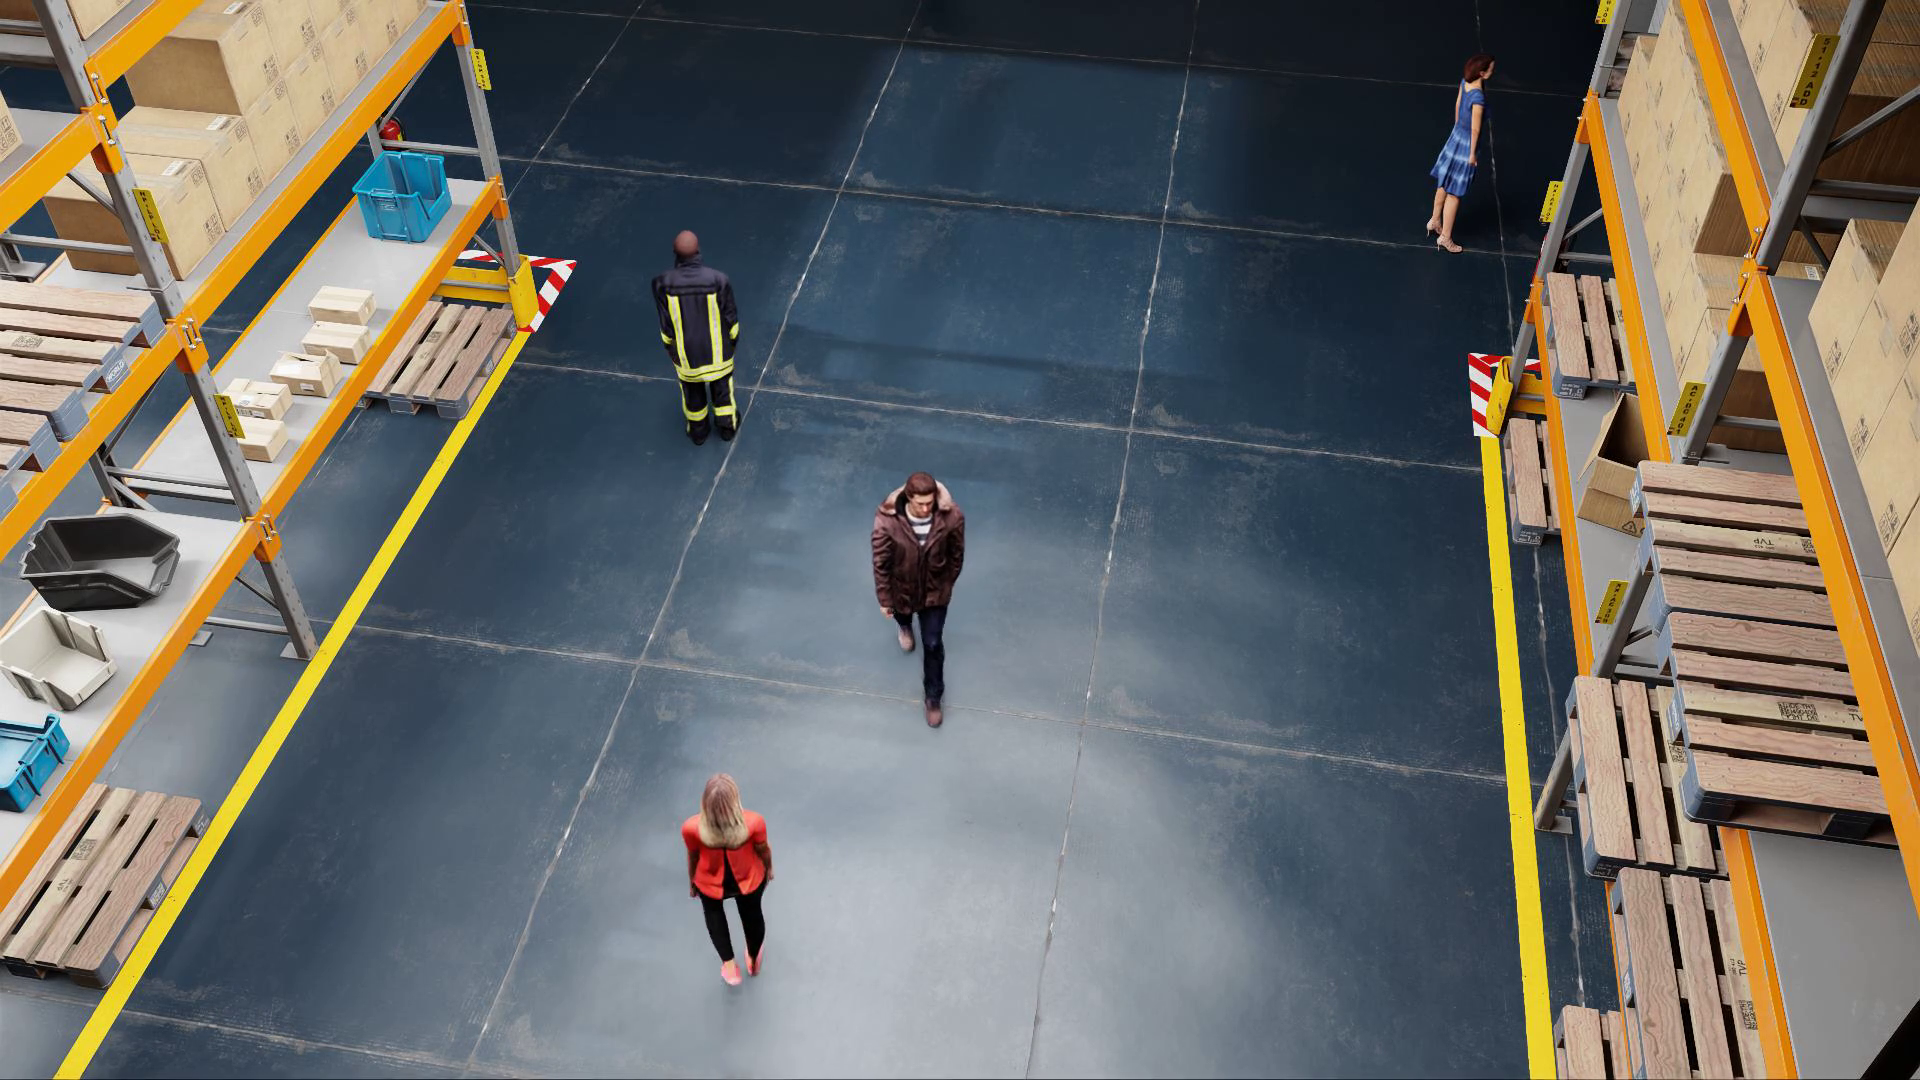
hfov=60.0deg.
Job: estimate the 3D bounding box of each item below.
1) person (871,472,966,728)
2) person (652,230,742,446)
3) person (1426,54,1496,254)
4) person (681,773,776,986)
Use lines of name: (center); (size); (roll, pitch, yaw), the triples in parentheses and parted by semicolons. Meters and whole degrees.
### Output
person: (-0.295, 0.222, 10.489); (0.957, 1.800, 1.286); (-4, 44, -4)
person: (-1.921, -1.502, 12.284); (0.819, 1.822, 0.773); (-4, 44, -4)
person: (4.293, -3.309, 14.193); (0.787, 1.806, 0.610); (-4, 44, -4)
person: (-1.215, 1.871, 8.843); (0.721, 1.684, 0.768); (-6, 44, -7)
